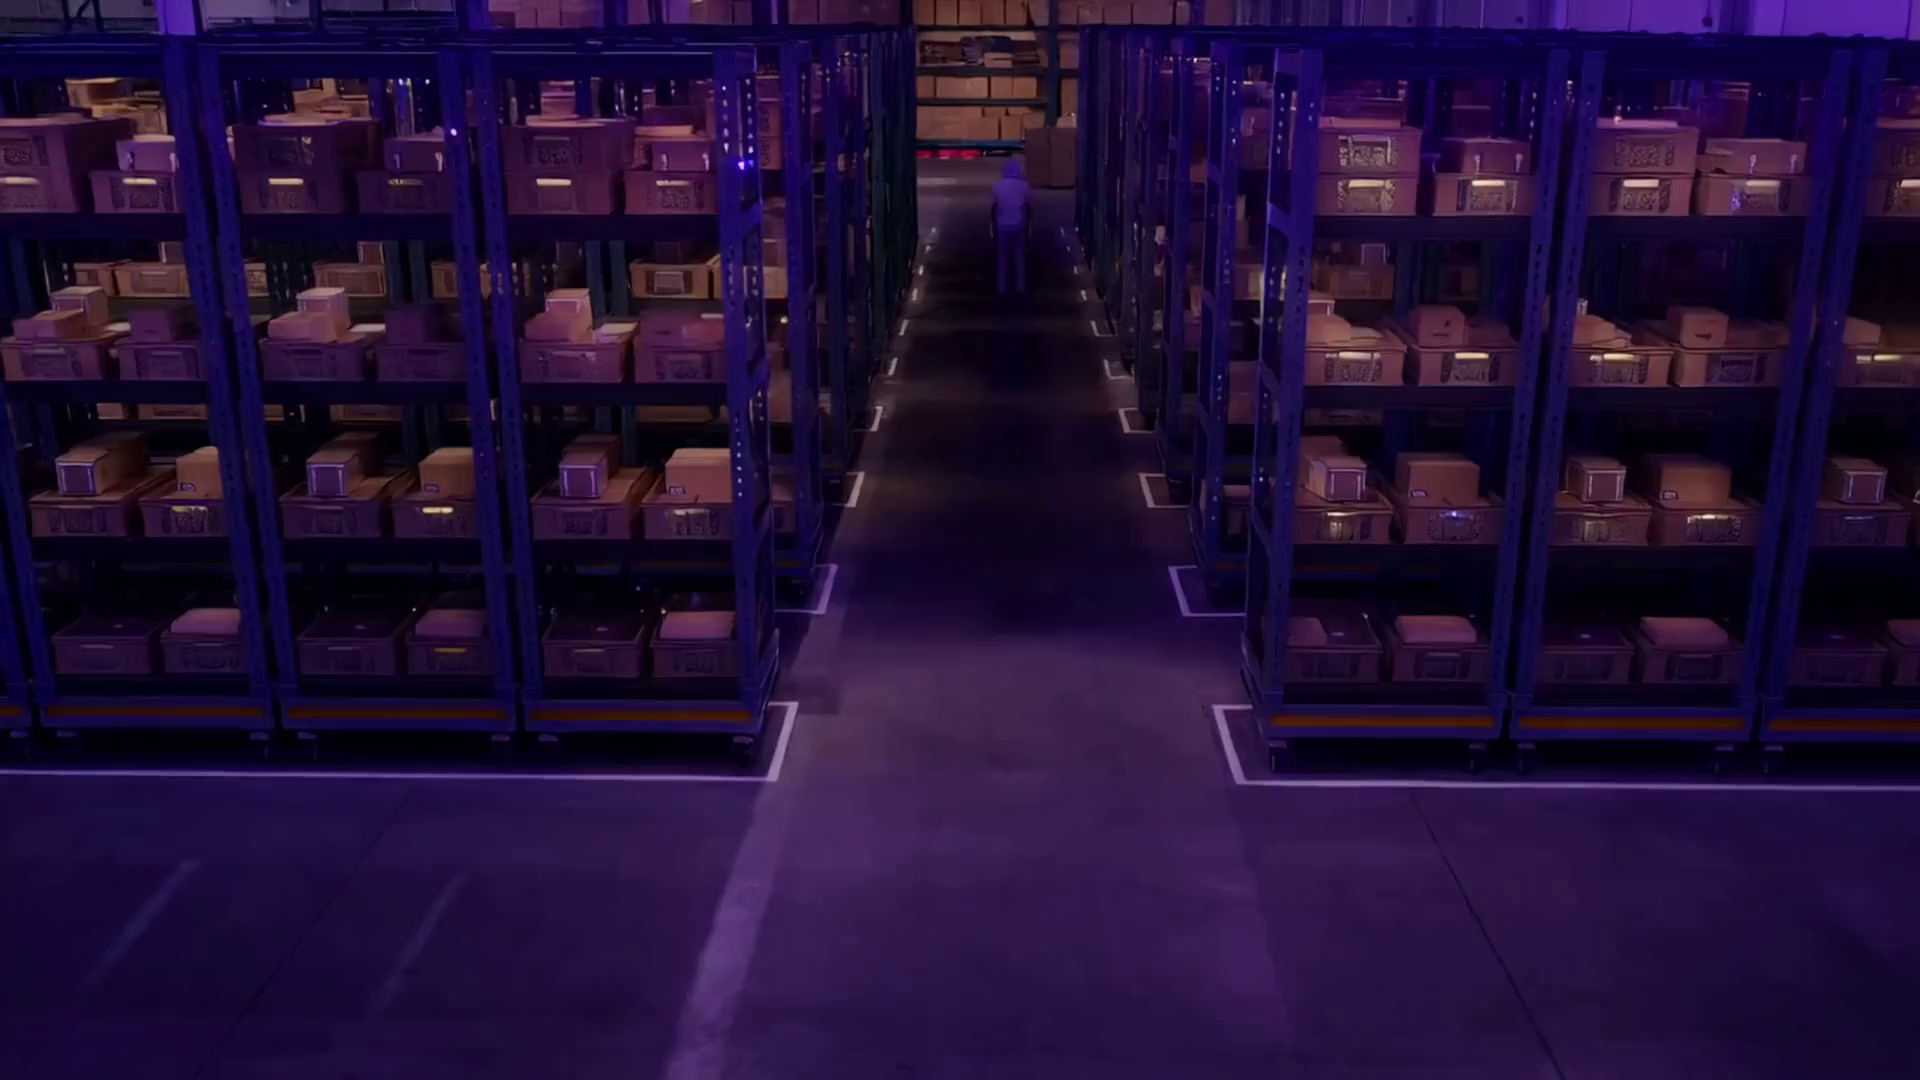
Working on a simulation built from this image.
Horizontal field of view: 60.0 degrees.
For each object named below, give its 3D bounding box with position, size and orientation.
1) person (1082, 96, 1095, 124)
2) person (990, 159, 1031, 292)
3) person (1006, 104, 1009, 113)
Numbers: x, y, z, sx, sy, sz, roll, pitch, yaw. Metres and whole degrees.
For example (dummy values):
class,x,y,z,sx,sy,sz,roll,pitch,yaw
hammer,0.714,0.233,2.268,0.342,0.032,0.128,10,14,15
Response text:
class,x,y,z,sx,sy,sz,roll,pitch,yaw
person,3.297,-10.053,41.284,0.651,1.904,0.403,0,17,1
person,0.709,-4.417,23.421,0.570,1.840,0.373,0,17,1
person,1.439,-12.443,48.850,0.551,1.932,0.378,0,17,1
